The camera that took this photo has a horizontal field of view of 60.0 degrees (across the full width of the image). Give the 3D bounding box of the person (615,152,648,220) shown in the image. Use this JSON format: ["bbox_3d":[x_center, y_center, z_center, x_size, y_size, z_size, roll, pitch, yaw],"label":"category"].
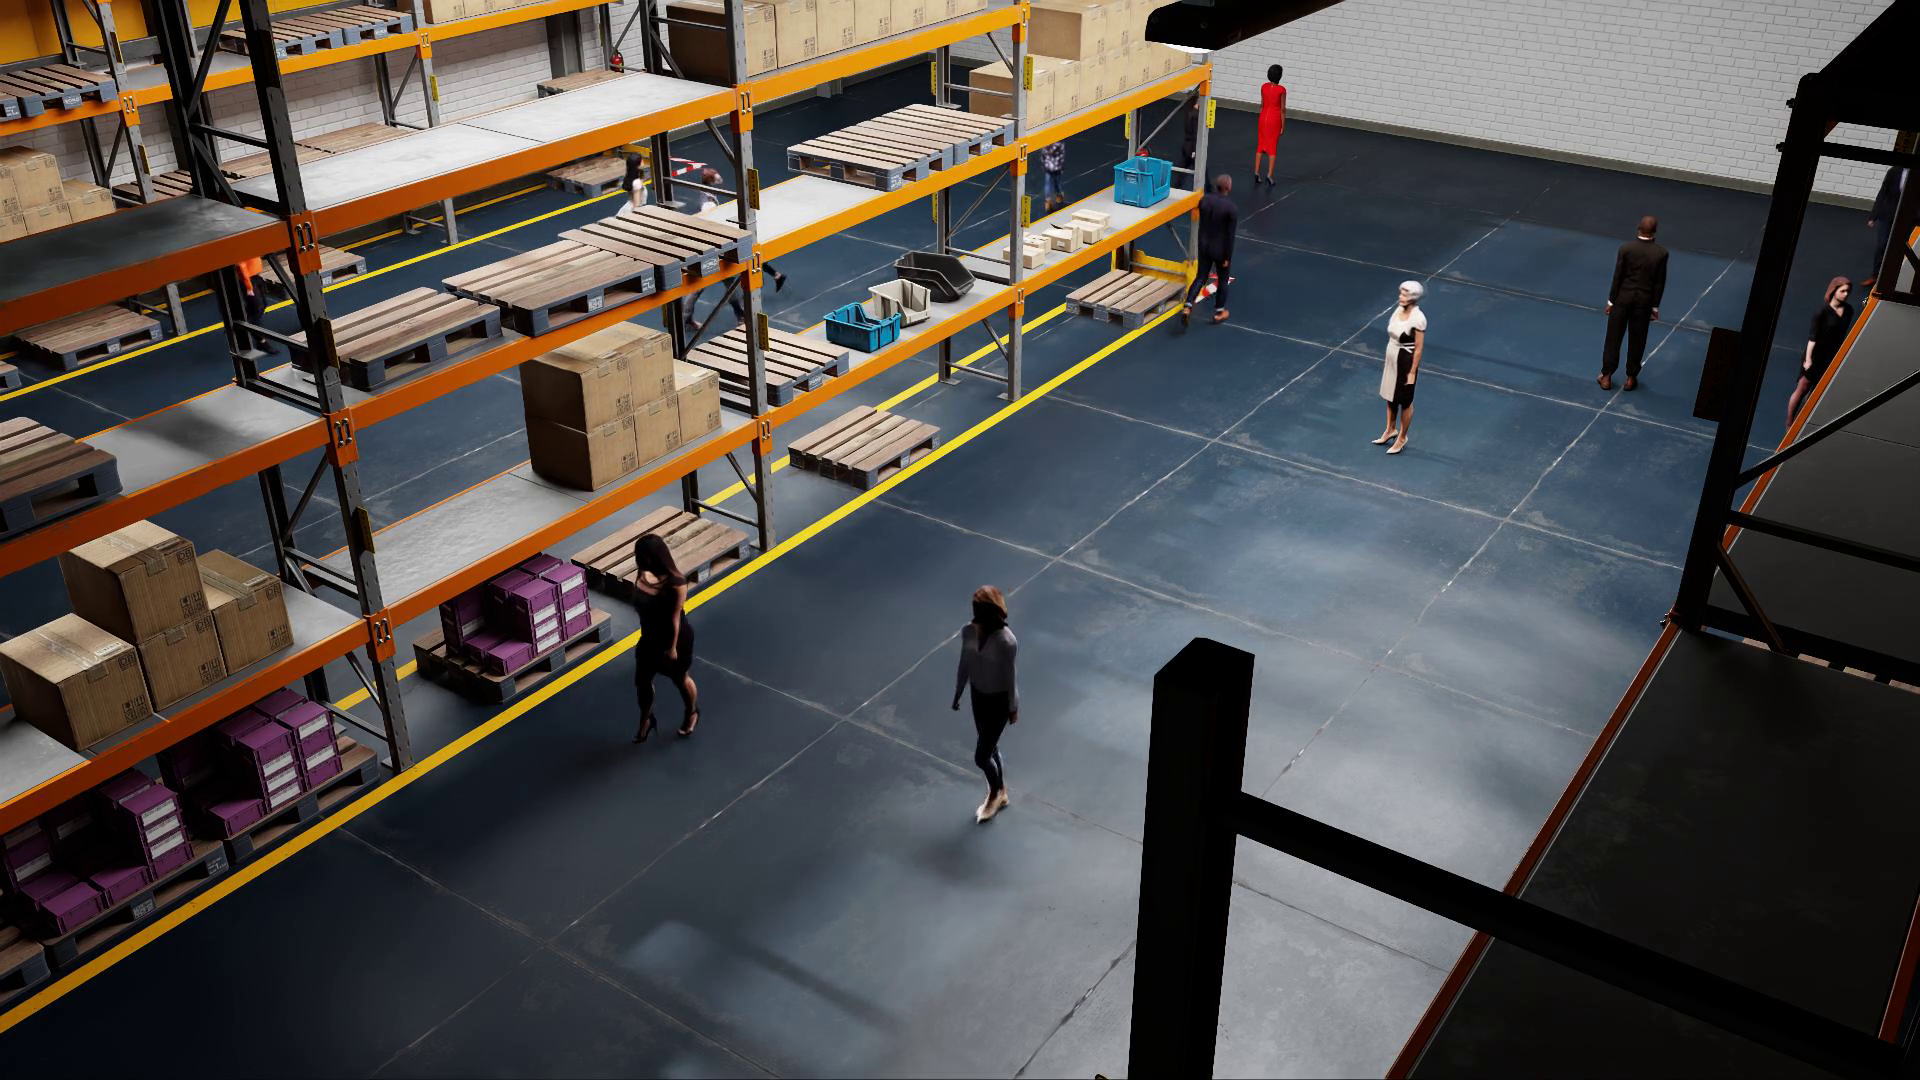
[{"bbox_3d":[-3.999,-3.752,20.086,1.316,1.709,0.938,-16,32,-27],"label":"person"}]

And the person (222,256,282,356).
[{"bbox_3d":[-7.958,-2.841,18.396,0.975,1.728,0.914,-7,29,-13],"label":"person"}]

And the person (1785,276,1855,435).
[{"bbox_3d":[8.554,-1.811,16.533,0.634,1.704,0.719,-8,30,-14],"label":"person"}]

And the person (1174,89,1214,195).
[{"bbox_3d":[3.150,-5.395,23.130,1.051,1.679,0.967,-7,29,-13],"label":"person"}]

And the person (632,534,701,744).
[{"bbox_3d":[-2.043,0.689,11.957,0.679,1.697,0.762,22,36,35],"label":"person"}]

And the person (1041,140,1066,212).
[{"bbox_3d":[1.282,-5.223,23.294,0.657,1.220,0.879,9,30,16],"label":"person"}]

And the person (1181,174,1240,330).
[{"bbox_3d":[2.873,-3.298,19.168,0.679,1.791,1.079,20,34,32],"label":"person"}]

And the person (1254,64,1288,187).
[{"bbox_3d":[4.522,-6.062,24.285,0.548,1.743,0.488,19,34,31],"label":"person"}]

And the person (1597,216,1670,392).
[{"bbox_3d":[7.125,-2.508,17.602,0.759,1.905,0.725,9,30,15],"label":"person"}]

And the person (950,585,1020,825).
[{"bbox_3d":[0.261,1.062,11.180,0.657,1.787,0.673,-25,38,-38],"label":"person"}]

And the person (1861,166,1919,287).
[{"bbox_3d":[11.506,-3.961,20.386,0.718,1.790,0.634,21,35,34],"label":"person"}]

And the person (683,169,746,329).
[{"bbox_3d":[-2.915,-3.305,19.065,1.294,1.902,1.149,-8,30,-15],"label":"person"}]

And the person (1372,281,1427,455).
[{"bbox_3d":[4.332,-1.696,16.271,0.735,1.753,0.716,-9,30,-16],"label":"person"}]
